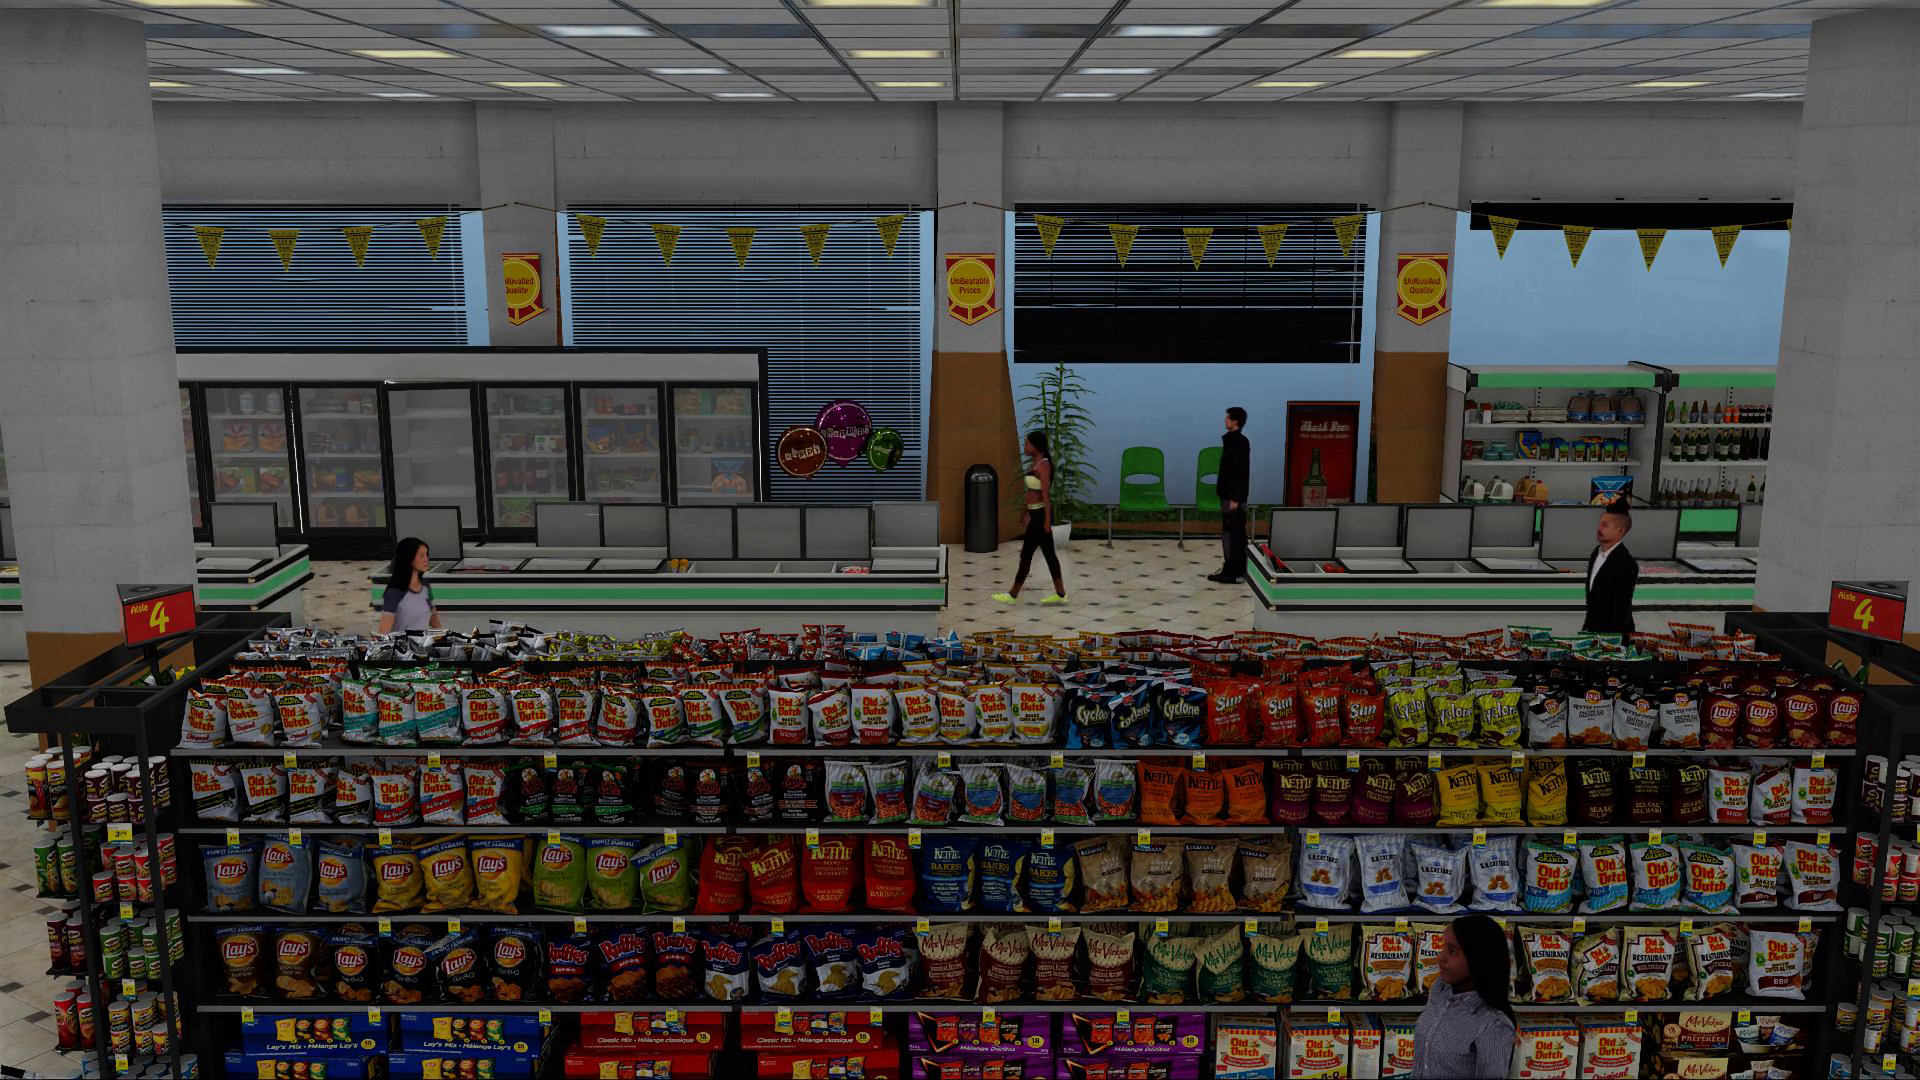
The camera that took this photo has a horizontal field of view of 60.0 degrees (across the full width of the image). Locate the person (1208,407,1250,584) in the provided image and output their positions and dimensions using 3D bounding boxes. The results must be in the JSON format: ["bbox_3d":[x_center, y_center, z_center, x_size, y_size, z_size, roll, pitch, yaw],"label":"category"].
[{"bbox_3d":[2.887,-0.476,17.378,0.732,1.839,0.777,2,12,9],"label":"person"}]

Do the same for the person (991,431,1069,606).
[{"bbox_3d":[0.882,-0.187,16.291,1.016,1.723,0.664,-1,12,-6],"label":"person"}]

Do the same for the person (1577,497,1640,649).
[{"bbox_3d":[4.660,0.657,11.748,0.670,1.942,0.737,-1,12,-3],"label":"person"}]

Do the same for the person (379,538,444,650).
[{"bbox_3d":[-3.928,0.825,11.626,1.132,1.664,0.790,3,12,12],"label":"person"}]

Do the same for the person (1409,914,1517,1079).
[{"bbox_3d":[1.671,2.061,5.607,0.591,1.725,0.637,-3,12,-12],"label":"person"}]
